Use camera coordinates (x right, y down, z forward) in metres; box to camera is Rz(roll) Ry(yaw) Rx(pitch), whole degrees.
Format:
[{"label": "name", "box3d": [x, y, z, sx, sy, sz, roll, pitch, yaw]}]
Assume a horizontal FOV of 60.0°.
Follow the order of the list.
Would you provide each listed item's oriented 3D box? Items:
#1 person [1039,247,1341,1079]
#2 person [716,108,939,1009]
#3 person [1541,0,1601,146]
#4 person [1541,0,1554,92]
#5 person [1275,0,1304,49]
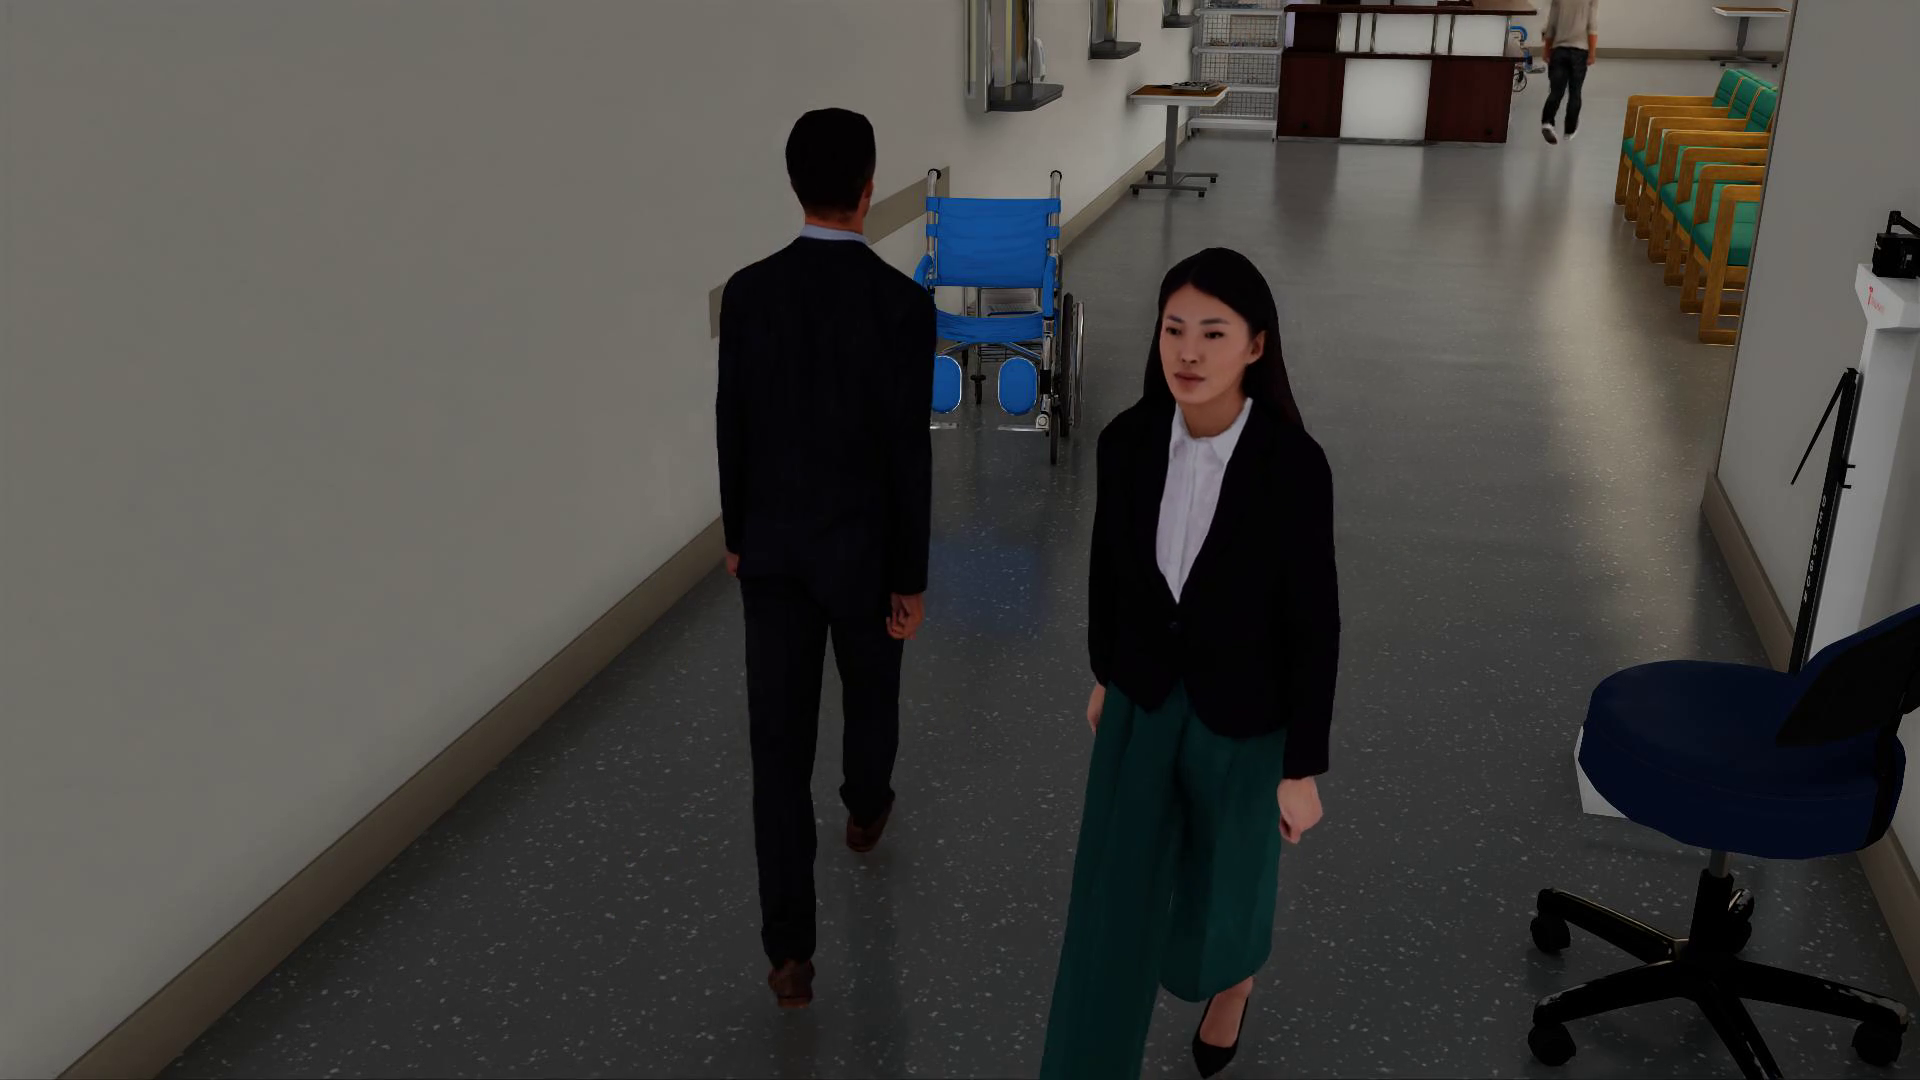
[{"label": "person", "box3d": [0.456, 0.347, 2.998, 1.063, 1.686, 0.792, 9, 22, 22]}, {"label": "person", "box3d": [-0.296, 0.090, 3.497, 1.277, 1.813, 0.891, 1, 21, 2]}, {"label": "person", "box3d": [6.030, -4.820, 16.523, 1.154, 1.769, 0.953, 13, 24, 31]}, {"label": "person", "box3d": [7.747, -6.510, 21.474, 0.906, 1.424, 0.713, 4, 21, 10]}, {"label": "person", "box3d": [5.523, -9.136, 27.701, 0.756, 1.923, 0.858, -6, 22, -15]}]
